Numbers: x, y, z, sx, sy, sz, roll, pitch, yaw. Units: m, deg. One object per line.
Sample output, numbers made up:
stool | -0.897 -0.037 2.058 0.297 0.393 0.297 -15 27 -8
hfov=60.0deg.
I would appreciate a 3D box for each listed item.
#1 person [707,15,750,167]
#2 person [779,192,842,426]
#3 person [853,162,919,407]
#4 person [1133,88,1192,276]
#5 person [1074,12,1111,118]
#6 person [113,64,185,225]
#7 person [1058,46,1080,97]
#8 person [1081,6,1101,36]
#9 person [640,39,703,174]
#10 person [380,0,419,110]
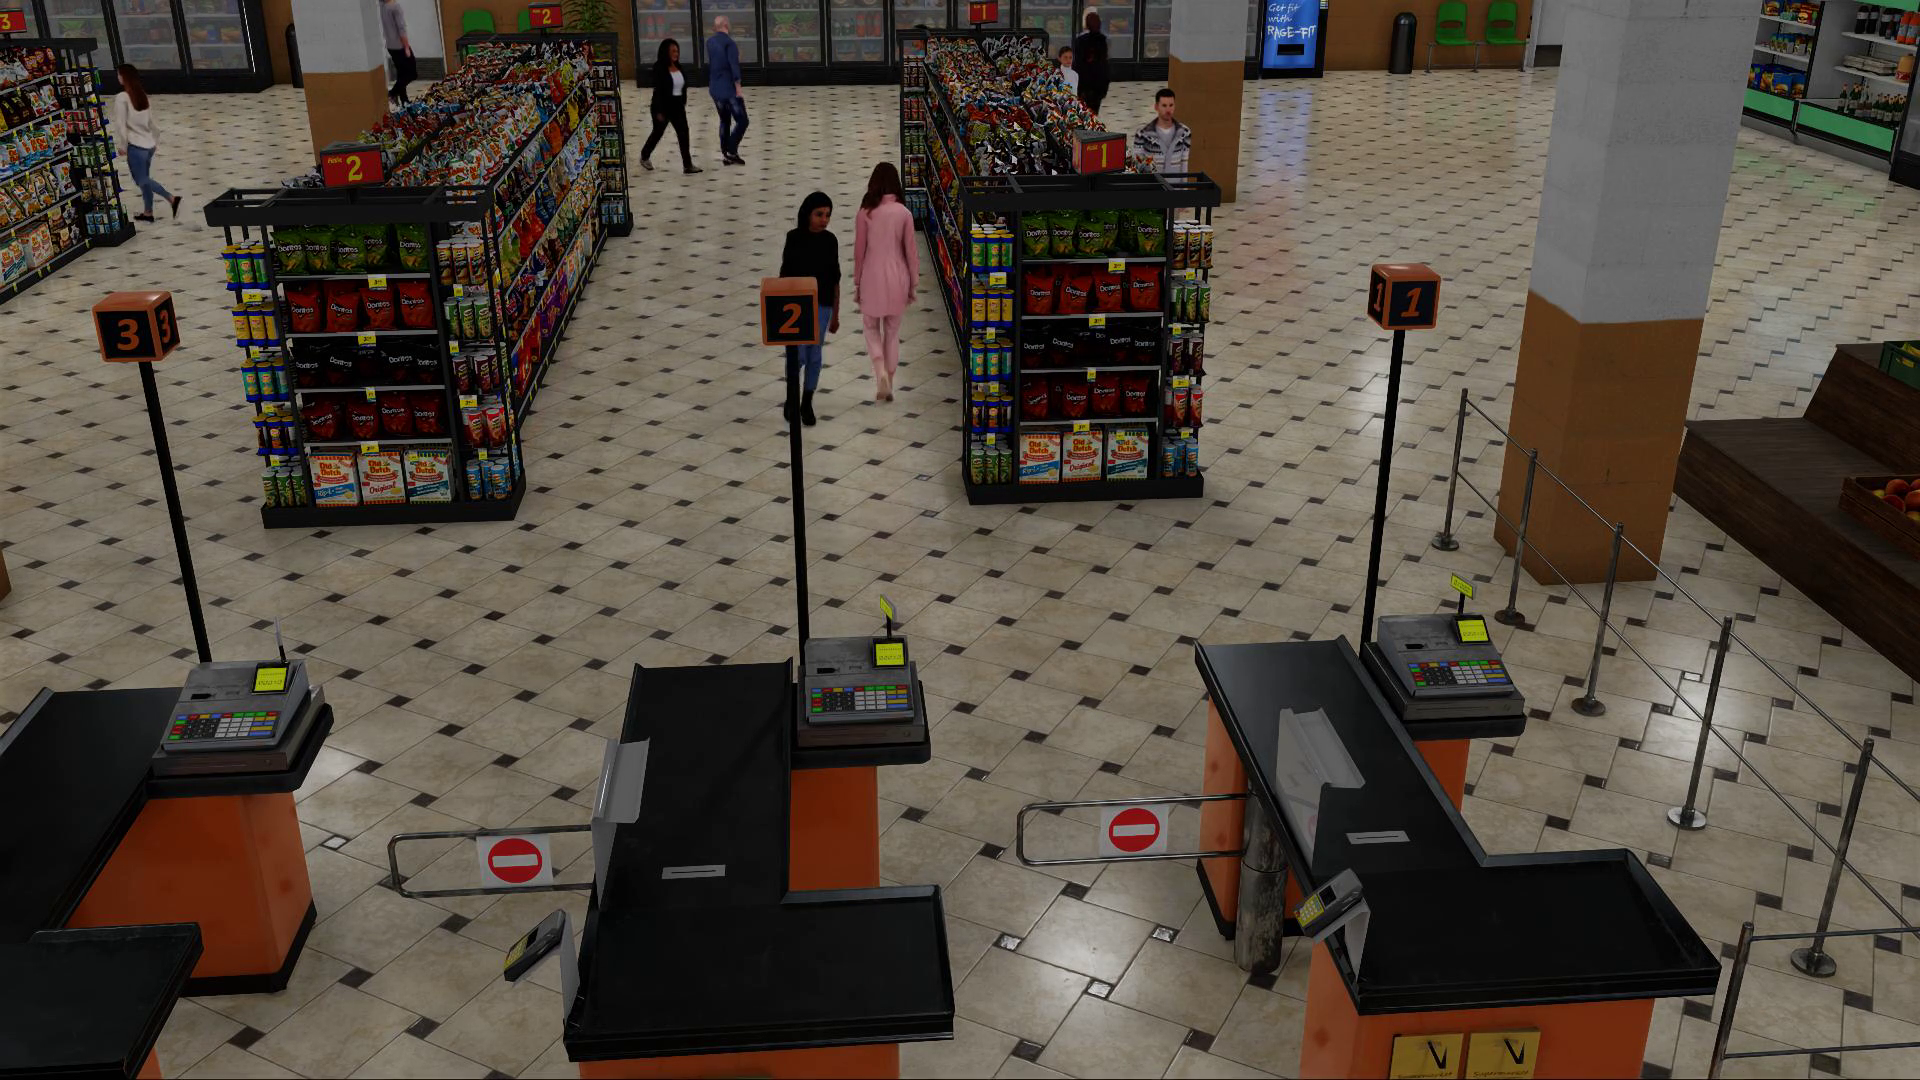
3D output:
person | -2.913 -5.504 20.461 0.860 1.815 0.920 18 30 36
person | -1.083 -1.649 11.828 0.691 1.673 0.665 -4 24 -10
person | -0.548 -1.800 12.032 0.626 1.786 0.711 -3 24 -6
person | 1.792 -3.123 14.962 0.707 1.862 0.597 -5 24 -10
person | 1.615 -5.710 20.962 1.034 1.791 0.984 18 29 35
person | -8.565 -4.124 17.480 0.852 1.676 0.958 5 24 11
person | 1.246 -5.094 19.844 0.587 1.558 0.600 -9 25 -20
person | 1.654 -6.267 22.338 0.642 1.709 0.763 -3 24 -7
person | -3.598 -5.204 20.086 1.134 1.566 1.180 14 27 28
person | -8.258 -7.167 24.238 0.923 1.833 0.978 21 31 39
